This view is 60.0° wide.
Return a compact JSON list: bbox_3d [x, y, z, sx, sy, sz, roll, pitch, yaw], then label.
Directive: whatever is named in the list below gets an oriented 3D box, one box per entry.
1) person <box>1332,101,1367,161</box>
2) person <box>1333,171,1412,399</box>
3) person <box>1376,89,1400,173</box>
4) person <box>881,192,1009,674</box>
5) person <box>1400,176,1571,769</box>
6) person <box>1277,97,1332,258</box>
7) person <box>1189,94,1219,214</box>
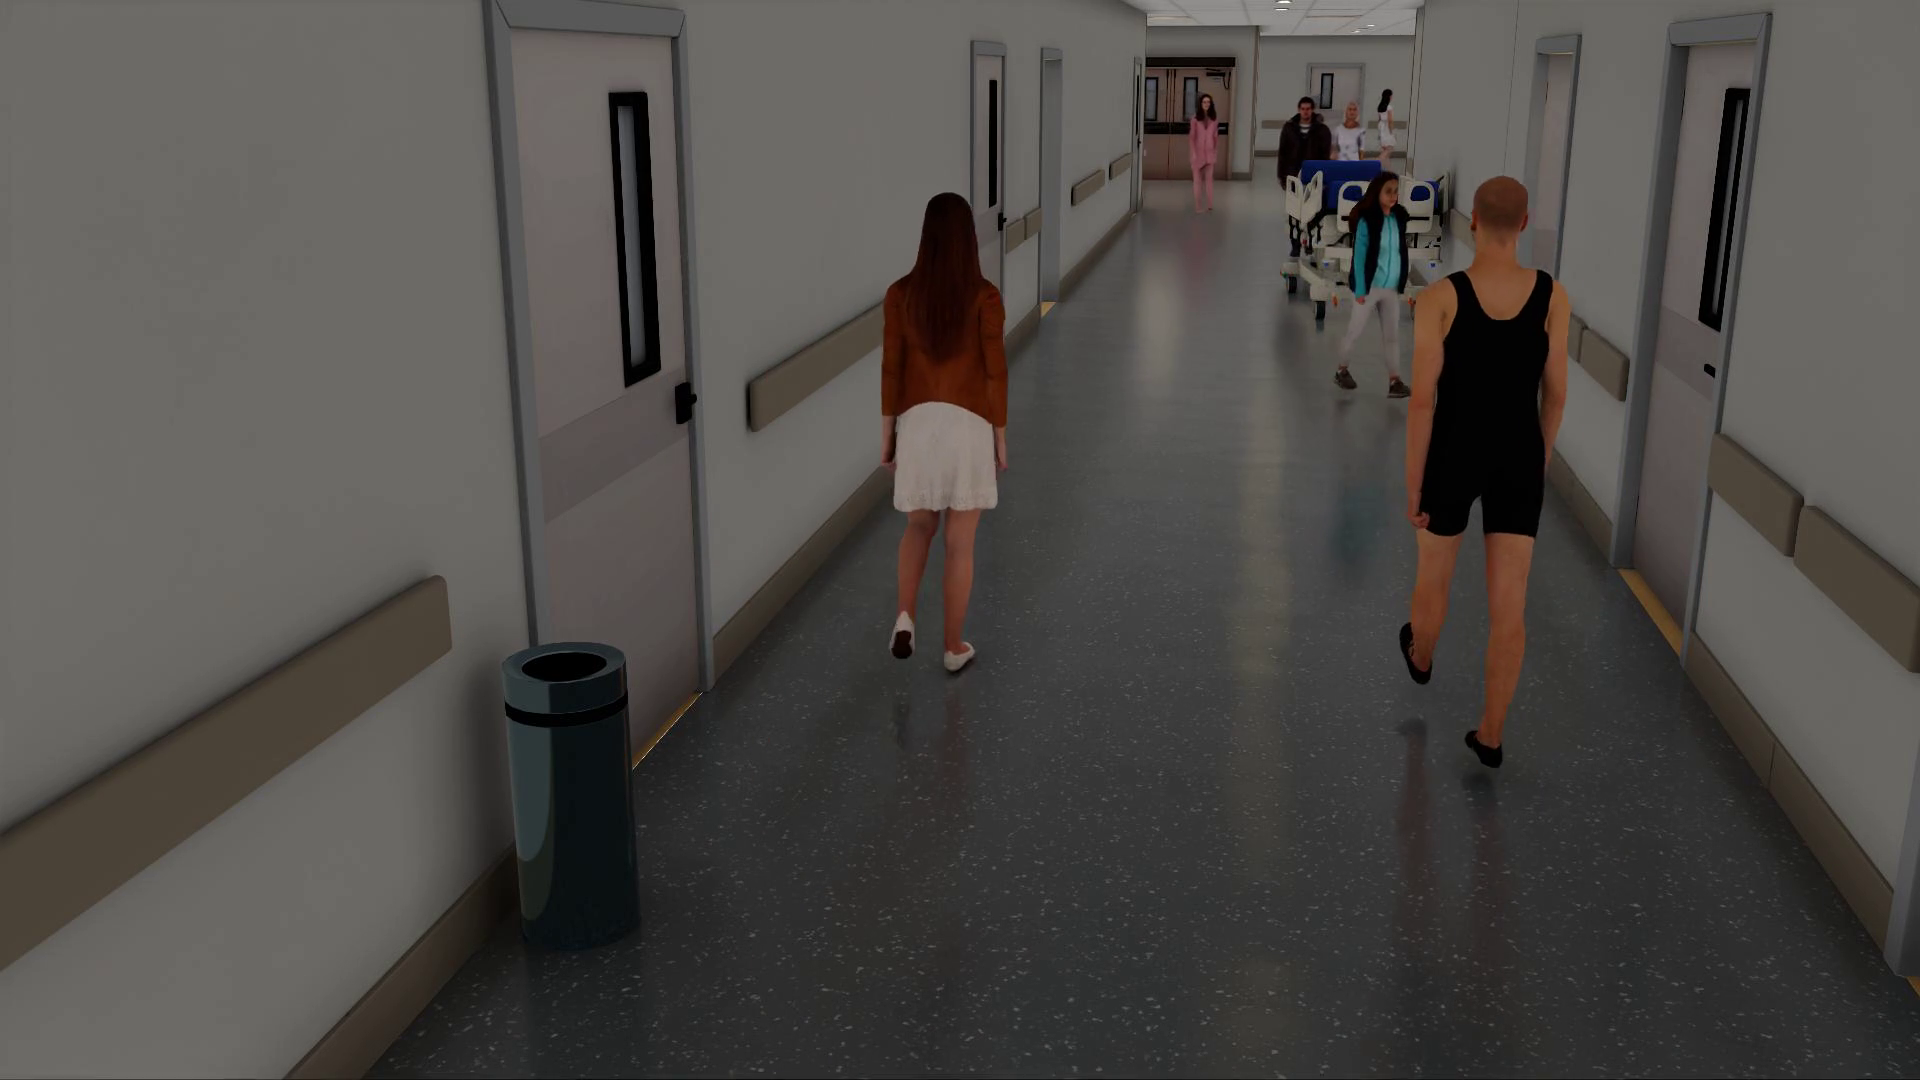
[{"bbox_3d":[5.116,-4.899,22.040,1.050,1.701,0.743,5,17,18],"label":"person"},{"bbox_3d":[2.715,-1.682,11.066,1.001,1.464,0.983,-7,17,-24],"label":"person"},{"bbox_3d":[8.468,-8.103,33.294,1.017,1.760,0.918,-7,17,-23],"label":"person"},{"bbox_3d":[-0.075,-0.337,5.838,0.689,1.712,0.694,4,16,15],"label":"person"},{"bbox_3d":[1.639,-0.165,5.135,1.120,1.763,0.787,1,16,5],"label":"person"},{"bbox_3d":[4.011,-4.238,19.457,0.711,1.831,0.869,6,17,20],"label":"person"},{"bbox_3d":[3.628,-5.757,24.980,1.094,1.757,0.801,0,16,0],"label":"person"}]
